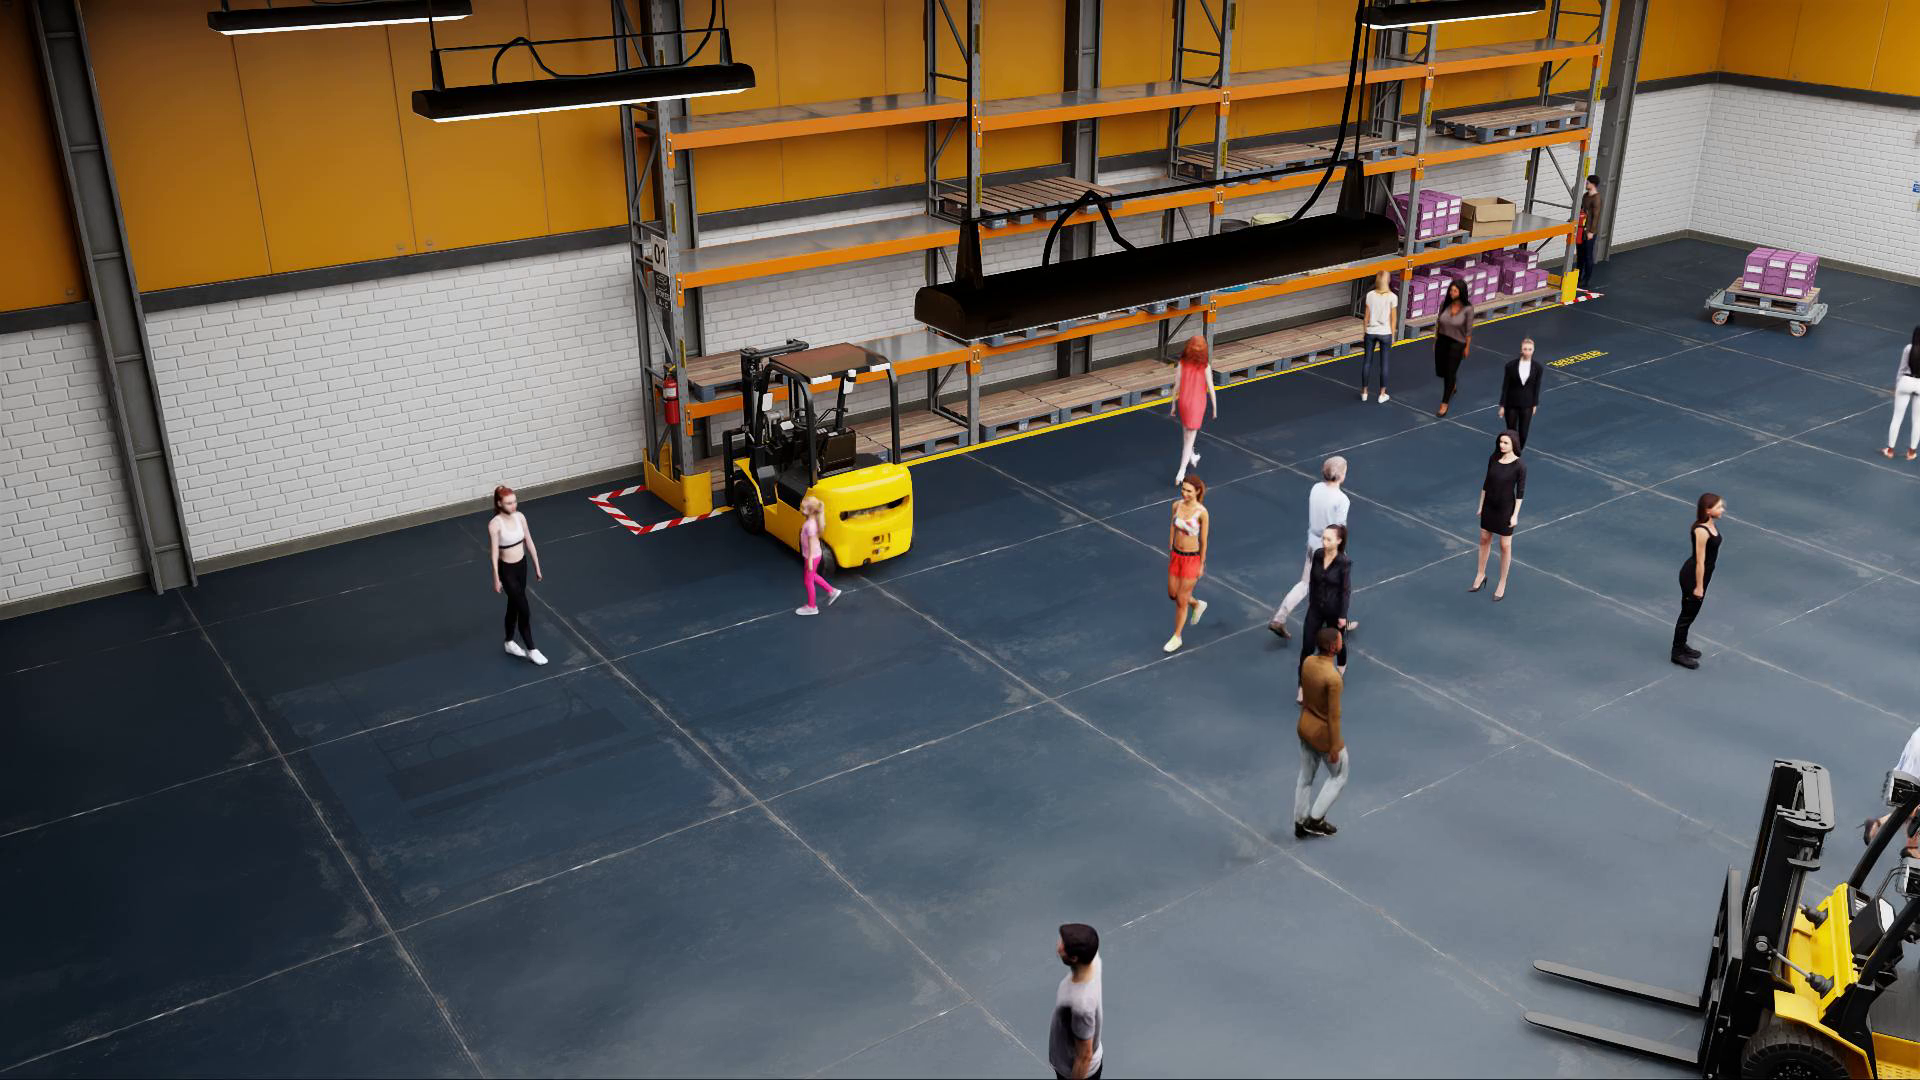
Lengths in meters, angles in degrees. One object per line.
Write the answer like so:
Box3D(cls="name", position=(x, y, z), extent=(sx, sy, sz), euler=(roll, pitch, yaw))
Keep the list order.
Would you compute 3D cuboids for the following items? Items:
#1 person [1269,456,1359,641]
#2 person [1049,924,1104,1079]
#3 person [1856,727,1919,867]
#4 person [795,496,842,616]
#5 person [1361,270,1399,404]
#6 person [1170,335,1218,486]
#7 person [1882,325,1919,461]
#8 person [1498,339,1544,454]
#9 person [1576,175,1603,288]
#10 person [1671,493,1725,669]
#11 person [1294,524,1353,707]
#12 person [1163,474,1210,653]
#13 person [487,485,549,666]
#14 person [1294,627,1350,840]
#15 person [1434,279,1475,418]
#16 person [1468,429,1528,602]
Box3D(cls="person", position=(3.391, 0.133, 15.837), extent=(1.252, 1.851, 0.746), euler=(-13, 27, -28))
Box3D(cls="person", position=(0.676, 2.949, 9.382), extent=(0.784, 1.862, 0.736), euler=(3, 24, 7))
Box3D(cls="person", position=(7.159, 1.660, 12.413), extent=(1.029, 1.795, 0.975), euler=(6, 24, 13))
Box3D(cls="person", position=(-1.420, 0.147, 16.543), extent=(0.779, 1.260, 0.676), euler=(-2, 24, -4))
Box3D(cls="person", position=(5.664, -2.759, 22.507), extent=(0.664, 1.809, 0.667), euler=(11, 26, 24))
Box3D(cls="person", position=(2.694, -1.496, 19.637), extent=(0.911, 1.793, 1.143), euler=(13, 27, 28))
Box3D(cls="person", position=(11.761, -1.843, 20.519), extent=(0.668, 1.722, 0.678), euler=(10, 26, 22))
Box3D(cls="person", position=(6.727, -1.617, 20.041), extent=(0.720, 1.691, 0.760), euler=(7, 24, 15))
Box3D(cls="person", position=(10.588, -5.230, 28.064), extent=(0.725, 1.886, 0.736), euler=(-4, 24, -9))
Box3D(cls="person", position=(6.880, 0.358, 15.526), extent=(0.733, 1.689, 0.627), euler=(13, 27, 27))
Box3D(cls="person", position=(3.330, 0.648, 14.882), extent=(0.751, 1.674, 1.087), euler=(20, 31, 38))
Box3D(cls="person", position=(2.207, 0.188, 15.810), extent=(0.696, 1.771, 0.950), euler=(20, 30, 38))
Box3D(cls="person", position=(-4.261, 0.302, 15.603), extent=(0.864, 1.728, 0.891), euler=(14, 27, 28))
Box3D(cls="person", position=(2.684, 1.511, 12.738), extent=(0.635, 1.809, 0.697), euler=(-11, 26, -23))
Box3D(cls="person", position=(6.552, -2.569, 22.059), extent=(0.827, 1.819, 1.137), euler=(19, 30, 36))
Box3D(cls="person", position=(5.455, -0.267, 16.808), extent=(0.488, 1.807, 0.599), euler=(-17, 29, -34))
